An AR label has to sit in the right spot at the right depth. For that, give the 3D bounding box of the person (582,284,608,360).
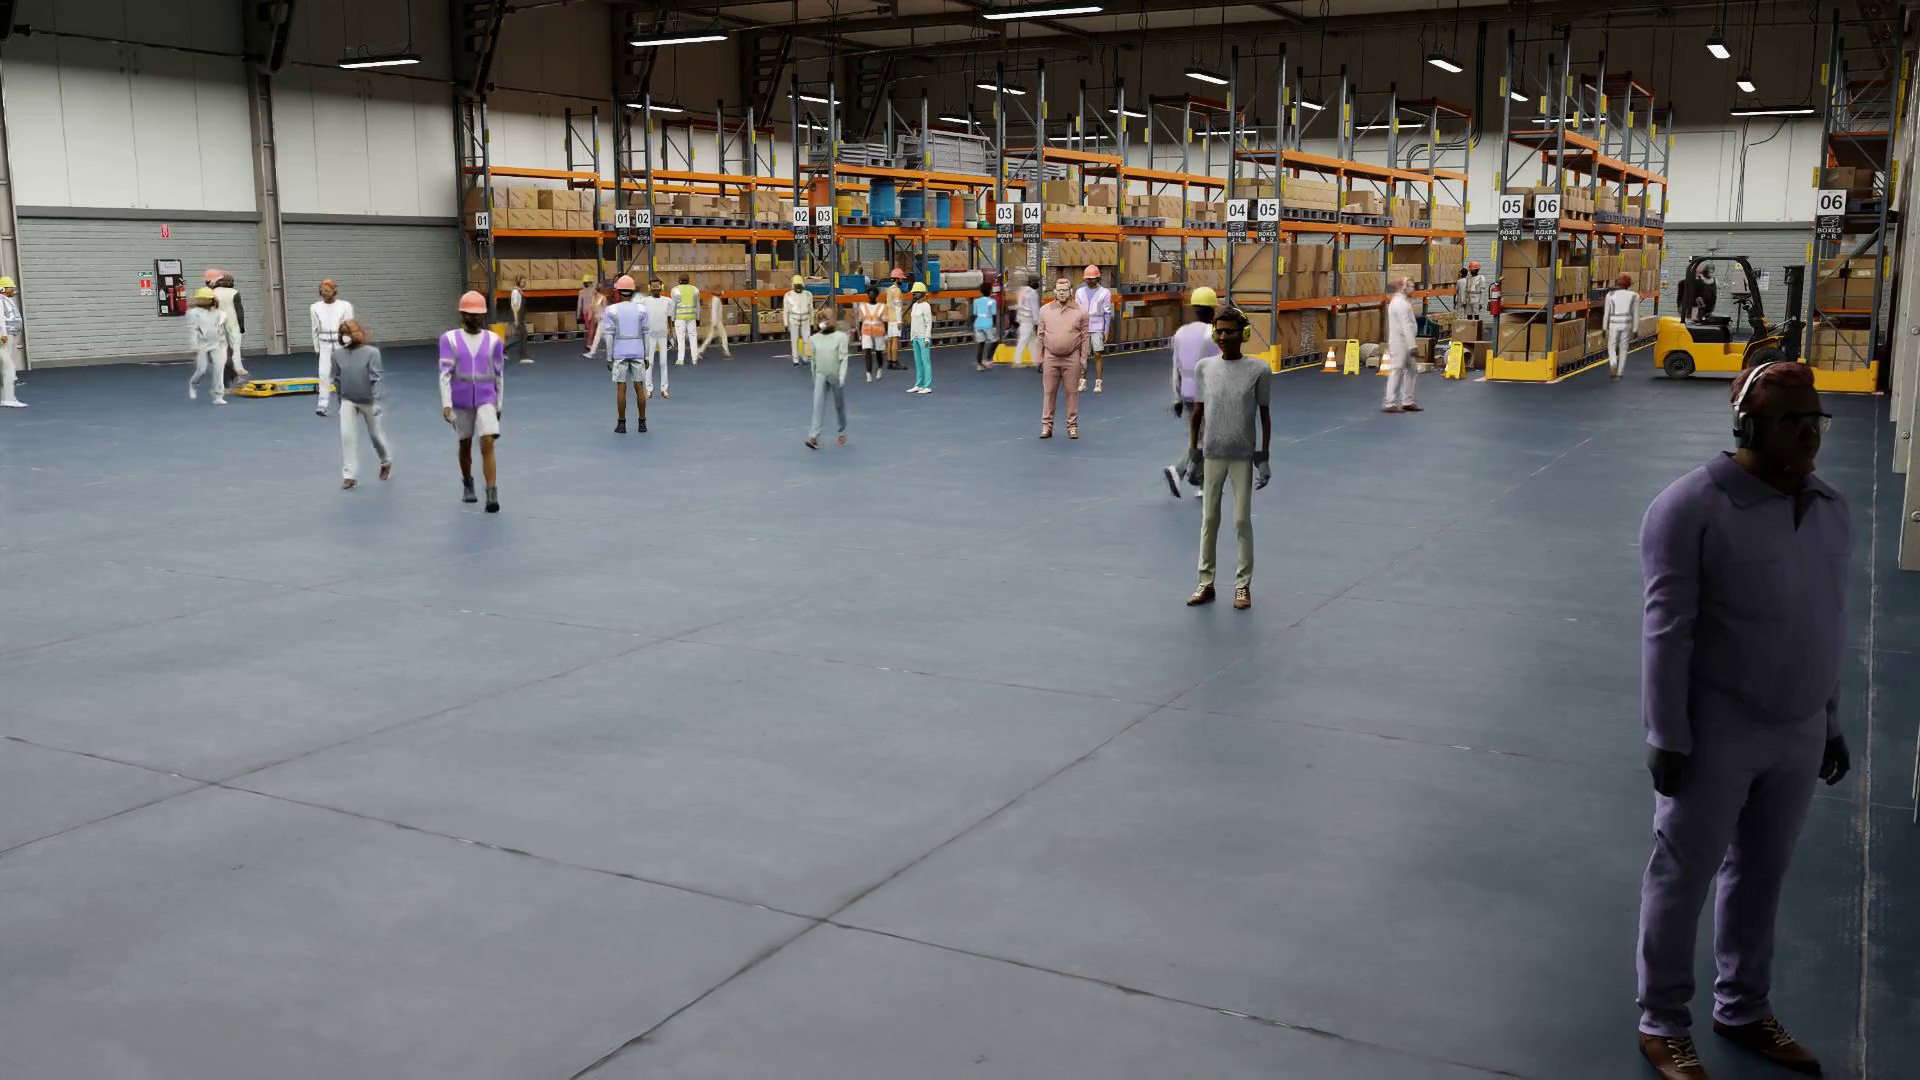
[{"bbox_3d":[-7.565,-4.550,34.791,0.893,1.589,0.505,-8,12,-38],"label":"person"}]

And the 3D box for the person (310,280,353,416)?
[{"bbox_3d":[-8.547,-2.604,22.665,0.599,1.846,0.926,-1,10,-8],"label":"person"}]

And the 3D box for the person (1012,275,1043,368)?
[{"bbox_3d":[1.402,-4.257,32.434,0.832,1.807,0.642,-2,10,-14],"label":"person"}]

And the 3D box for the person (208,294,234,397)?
[{"bbox_3d":[-11.317,-2.943,25.298,0.517,1.604,0.749,-1,10,-8],"label":"person"}]

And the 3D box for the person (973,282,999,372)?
[{"bbox_3d":[0.500,-4.008,31.340,0.561,1.681,0.450,7,12,37],"label":"person"}]

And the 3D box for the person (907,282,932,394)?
[{"bbox_3d":[-0.636,-3.206,26.412,0.323,1.769,0.523,-6,11,-30],"label":"person"}]

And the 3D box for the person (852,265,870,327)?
[{"bbox_3d":[-2.640,-6.321,44.143,0.635,1.937,0.353,9,13,41],"label":"person"}]

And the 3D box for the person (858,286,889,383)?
[{"bbox_3d":[-1.493,-3.573,28.842,0.538,1.674,0.727,0,10,3],"label":"person"}]

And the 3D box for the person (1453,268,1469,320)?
[{"bbox_3d":[13.499,-6.361,44.623,0.510,1.860,0.333,2,10,13],"label":"person"}]

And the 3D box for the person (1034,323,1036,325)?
[{"bbox_3d":[2.002,-5.702,40.681,0.653,1.884,0.712,6,11,31],"label":"person"}]

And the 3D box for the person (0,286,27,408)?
[{"bbox_3d":[-13.710,-2.803,23.680,0.592,1.899,0.735,6,11,32],"label":"person"}]

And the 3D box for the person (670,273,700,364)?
[{"bbox_3d":[-5.538,-4.453,33.493,0.633,1.841,0.429,-5,11,-28],"label":"person"}]

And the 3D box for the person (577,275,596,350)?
[{"bbox_3d":[-8.641,-5.264,38.579,0.557,1.723,0.873,3,10,16],"label":"person"}]

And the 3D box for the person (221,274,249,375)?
[{"bbox_3d":[-13.429,-3.956,30.583,0.632,1.842,0.429,2,10,14],"label":"person"}]

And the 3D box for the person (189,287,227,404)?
[{"bbox_3d":[-11.133,-2.868,24.537,0.604,1.725,0.497,7,12,35],"label":"person"}]

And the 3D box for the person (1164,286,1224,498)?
[{"bbox_3d":[2.109,-1.299,14.830,0.710,1.911,0.597,-7,12,-34],"label":"person"}]

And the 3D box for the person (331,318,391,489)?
[{"bbox_3d":[-5.697,-1.316,15.844,0.502,1.598,0.790,0,10,0],"label":"person"}]

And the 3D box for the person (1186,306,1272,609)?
[{"bbox_3d":[1.663,-0.505,10.300,0.537,1.869,0.314,4,10,22],"label":"person"}]

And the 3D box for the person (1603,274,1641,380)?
[{"bbox_3d":[11.575,-3.719,29.111,0.598,1.866,0.428,3,10,19],"label":"person"}]

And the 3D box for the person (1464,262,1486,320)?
[{"bbox_3d":[13.076,-6.068,42.387,0.389,2.034,0.605,-6,11,-30],"label":"person"}]

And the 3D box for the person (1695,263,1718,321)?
[{"bbox_3d":[18.720,-5.979,41.843,0.696,2.000,0.585,-1,10,-5],"label":"person"}]

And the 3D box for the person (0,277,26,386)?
[{"bbox_3d":[-15.949,-3.494,27.908,0.404,1.829,0.600,-2,10,-12],"label":"person"}]

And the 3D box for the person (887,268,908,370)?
[{"bbox_3d":[-1.221,-4.231,31.909,0.378,1.938,0.547,-4,10,-20],"label":"person"}]

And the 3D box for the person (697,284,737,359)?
[{"bbox_3d":[-5.175,-4.610,35.116,0.822,1.597,0.503,-1,10,-8],"label":"person"}]

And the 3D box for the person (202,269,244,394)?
[{"bbox_3d":[-11.695,-3.277,26.215,0.429,1.982,0.617,-2,10,-12],"label":"person"}]

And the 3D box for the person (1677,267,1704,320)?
[{"bbox_3d":[17.937,-5.767,40.887,0.620,1.936,1.029,3,10,18],"label":"person"}]

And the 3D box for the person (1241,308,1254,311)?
[{"bbox_3d":[6.794,-5.674,40.334,0.693,1.943,0.481,3,10,15],"label":"person"}]

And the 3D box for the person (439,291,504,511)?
[{"bbox_3d":[-4.219,-1.209,14.417,0.552,1.884,1.022,-4,10,-21],"label":"person"}]

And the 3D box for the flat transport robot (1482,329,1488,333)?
[{"bbox_3d":[14.084,-5.816,46.066,0.652,0.197,1.431,7,12,35],"label":"flat transport robot"}]

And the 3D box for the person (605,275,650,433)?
[{"bbox_3d":[-4.095,-2.282,20.504,0.546,1.938,0.361,-4,10,-20],"label":"person"}]

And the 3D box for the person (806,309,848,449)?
[{"bbox_3d":[-1.496,-1.830,18.921,0.503,1.577,0.899,3,10,15],"label":"person"}]

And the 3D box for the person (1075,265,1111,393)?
[{"bbox_3d":[2.088,-3.345,26.443,0.605,2.035,0.384,4,10,22],"label":"person"}]

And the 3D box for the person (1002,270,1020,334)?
[{"bbox_3d":[1.251,-5.166,37.592,0.621,1.862,0.656,7,12,34],"label":"person"}]

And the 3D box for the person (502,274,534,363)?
[{"bbox_3d":[-9.006,-4.463,33.603,0.628,1.822,0.550,-1,10,-6],"label":"person"}]

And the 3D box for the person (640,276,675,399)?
[{"bbox_3d":[-4.631,-3.100,25.486,0.514,1.872,0.332,-3,10,-16],"label":"person"}]

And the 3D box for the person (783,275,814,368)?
[{"bbox_3d":[-3.102,-4.216,32.211,0.620,1.803,0.748,-3,10,-15],"label":"person"}]

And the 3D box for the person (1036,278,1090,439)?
[{"bbox_3d":[1.217,-2.156,19.850,0.636,1.911,0.406,1,10,8],"label":"person"}]

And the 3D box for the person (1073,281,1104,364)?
[{"bbox_3d":[2.585,-4.519,33.693,0.709,1.904,0.473,1,10,8],"label":"person"}]

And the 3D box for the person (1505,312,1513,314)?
[{"bbox_3d":[15.311,-6.666,46.581,0.609,1.803,0.763,-8,13,-40],"label":"person"}]

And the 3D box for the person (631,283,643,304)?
[{"bbox_3d":[-7.204,-4.922,36.950,0.530,1.596,0.868,5,11,29],"label":"person"}]

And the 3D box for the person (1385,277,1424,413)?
[{"bbox_3d":[6.251,-2.699,23.095,0.669,1.888,0.652,2,10,12],"label":"person"}]

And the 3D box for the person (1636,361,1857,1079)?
[{"bbox_3d":[2.082,0.489,4.368,0.640,1.910,0.407,-4,10,-20],"label":"person"}]

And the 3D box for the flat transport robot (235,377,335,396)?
[{"bbox_3d":[-10.593,-2.431,26.248,0.652,0.197,1.431,7,12,37],"label":"flat transport robot"}]
